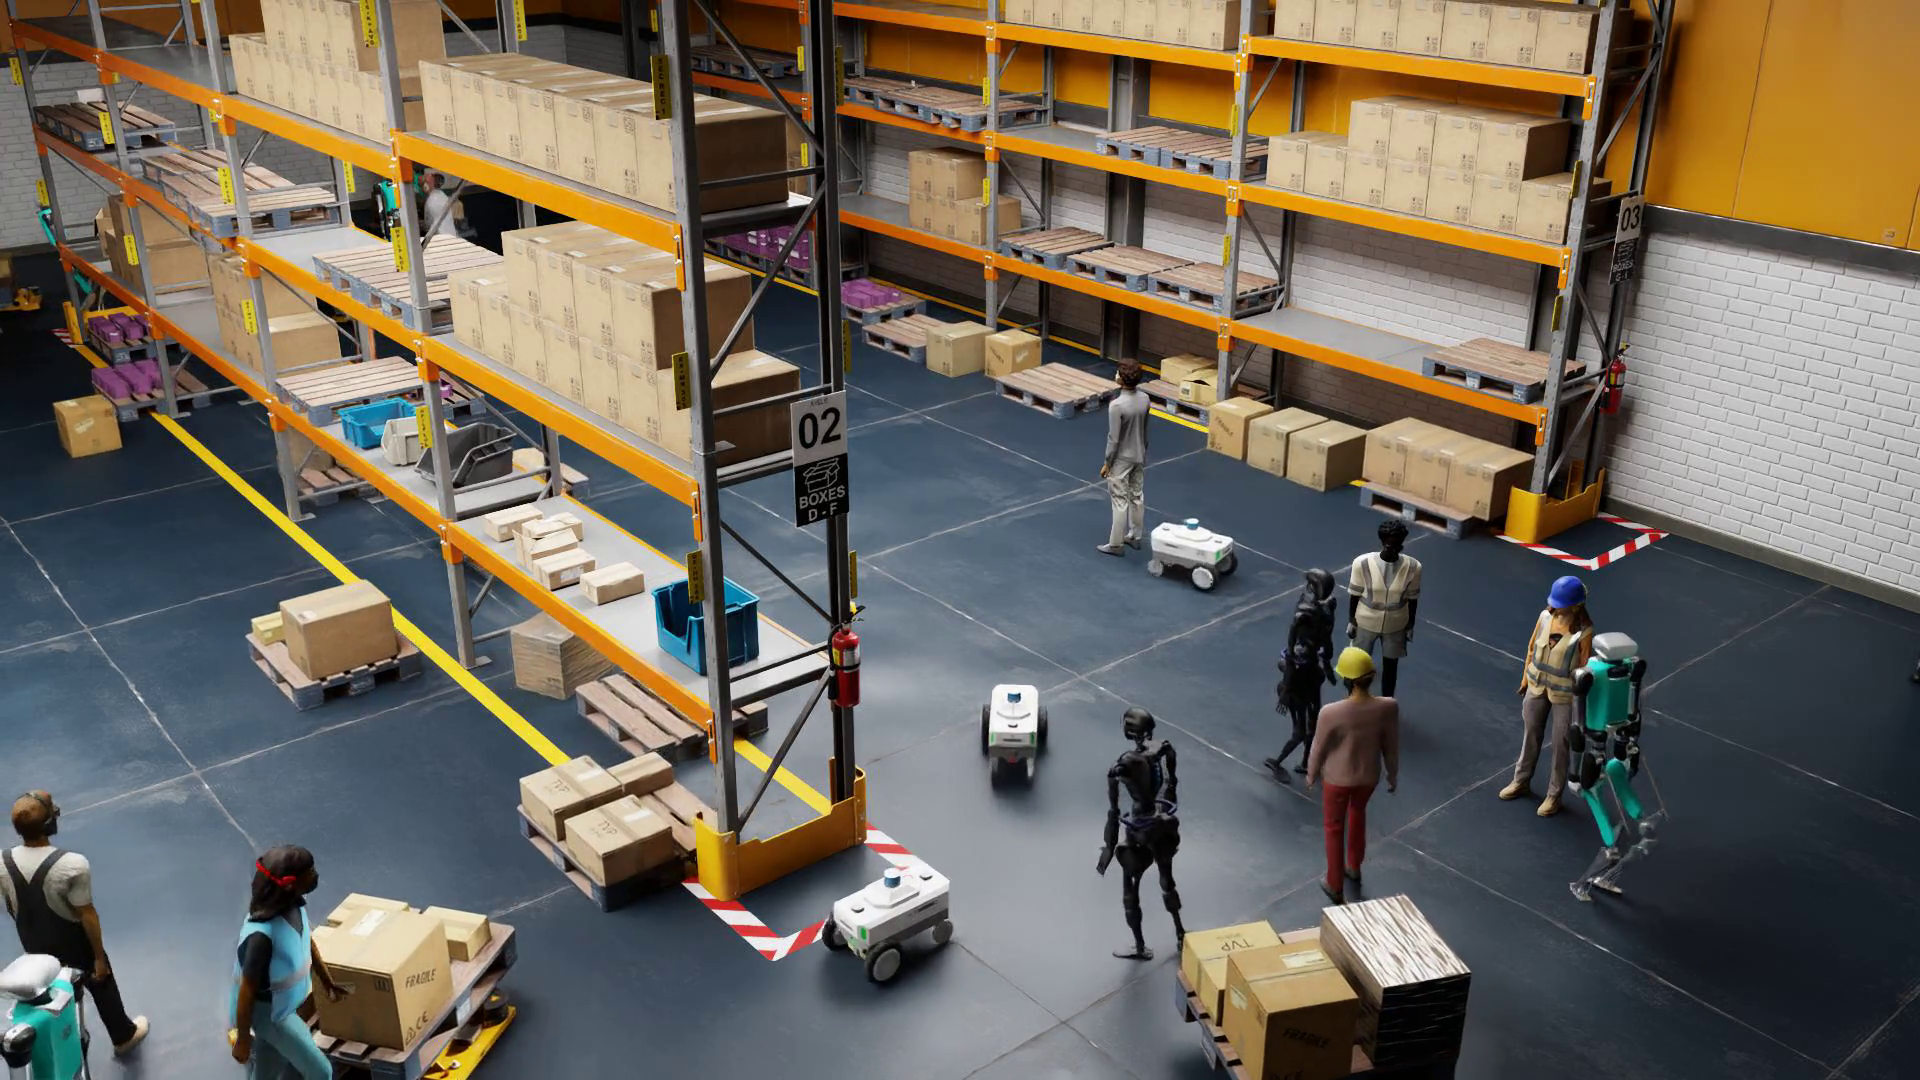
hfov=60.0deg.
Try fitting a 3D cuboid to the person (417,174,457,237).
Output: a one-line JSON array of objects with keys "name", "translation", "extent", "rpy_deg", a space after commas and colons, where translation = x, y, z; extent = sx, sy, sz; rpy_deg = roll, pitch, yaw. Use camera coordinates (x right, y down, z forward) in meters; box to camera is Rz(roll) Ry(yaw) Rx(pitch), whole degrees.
[{"name": "person", "translation": [-7.289, -4.267, 23.552], "extent": [0.849, 1.842, 0.661], "rpy_deg": [1, 23, 2]}]

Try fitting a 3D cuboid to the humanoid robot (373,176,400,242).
[{"name": "humanoid robot", "translation": [-8.060, -4.467, 23.972], "extent": [0.533, 1.673, 0.735], "rpy_deg": [-12, 26, -25]}]

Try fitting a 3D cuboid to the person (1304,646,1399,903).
[{"name": "person", "translation": [2.431, 1.441, 10.442], "extent": [0.570, 1.744, 0.491], "rpy_deg": [-4, 24, -9]}]

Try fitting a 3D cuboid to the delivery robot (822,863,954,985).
[{"name": "delivery robot", "translation": [-0.409, 2.251, 10.040], "extent": [0.750, 0.570, 0.499], "rpy_deg": [-18, 29, -36]}]

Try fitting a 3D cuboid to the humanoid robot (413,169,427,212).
[{"name": "humanoid robot", "translation": [-9.033, -6.098, 27.977], "extent": [1.037, 1.761, 0.542], "rpy_deg": [9, 25, 19]}]

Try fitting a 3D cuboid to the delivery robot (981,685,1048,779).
[{"name": "delivery robot", "translation": [0.394, 1.359, 12.155], "extent": [0.499, 0.611, 0.814], "rpy_deg": [1, 23, 3]}]

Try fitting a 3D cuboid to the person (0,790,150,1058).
[{"name": "person", "translation": [-4.737, 2.123, 8.777], "extent": [0.510, 1.821, 0.784], "rpy_deg": [-1, 23, -3]}]

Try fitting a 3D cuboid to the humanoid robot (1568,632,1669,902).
[{"name": "humanoid robot", "translation": [4.101, 1.476, 10.332], "extent": [0.530, 1.753, 0.678], "rpy_deg": [-10, 25, -21]}]

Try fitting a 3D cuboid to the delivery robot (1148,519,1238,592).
[{"name": "delivery robot", "translation": [2.113, 0.114, 15.036], "extent": [0.797, 0.608, 0.499], "rpy_deg": [14, 27, 30]}]

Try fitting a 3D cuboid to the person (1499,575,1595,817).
[{"name": "person", "translation": [4.034, 1.045, 11.327], "extent": [0.320, 1.772, 0.467], "rpy_deg": [-18, 29, -36]}]

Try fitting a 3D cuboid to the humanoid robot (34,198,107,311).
[{"name": "humanoid robot", "translation": [-11.965, -3.811, 22.667], "extent": [0.856, 1.781, 0.546], "rpy_deg": [-14, 27, -29]}]

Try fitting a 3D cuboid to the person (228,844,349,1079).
[{"name": "person", "translation": [-3.324, 2.338, 8.276], "extent": [0.866, 1.809, 0.535], "rpy_deg": [-2, 23, -5]}]

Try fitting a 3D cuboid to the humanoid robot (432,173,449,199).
[{"name": "humanoid robot", "translation": [-7.605, -4.537, 24.361], "extent": [0.354, 1.650, 0.586], "rpy_deg": [-15, 28, -31]}]

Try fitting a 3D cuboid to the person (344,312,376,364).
[{"name": "person", "translation": [-7.249, -2.752, 20.153], "extent": [0.391, 1.747, 0.526], "rpy_deg": [-13, 27, -28]}]

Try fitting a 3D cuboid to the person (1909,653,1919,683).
[{"name": "person", "translation": [7.811, 0.261, 12.956], "extent": [0.546, 1.926, 0.388], "rpy_deg": [14, 27, 29]}]

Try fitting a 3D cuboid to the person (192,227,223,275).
[{"name": "person", "translation": [-10.304, -3.993, 23.051], "extent": [0.721, 1.718, 0.574], "rpy_deg": [10, 25, 21]}]

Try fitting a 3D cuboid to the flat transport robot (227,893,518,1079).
[{"name": "flat transport robot", "translation": [-3.312, 2.705, 9.380], "extent": [1.431, 0.231, 0.659], "rpy_deg": [6, 24, 14]}]

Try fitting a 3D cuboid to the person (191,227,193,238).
[{"name": "person", "translation": [-10.382, -4.133, 23.222], "extent": [0.821, 1.844, 0.555], "rpy_deg": [-15, 28, -32]}]

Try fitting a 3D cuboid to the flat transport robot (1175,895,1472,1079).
[{"name": "flat transport robot", "translation": [1.895, 2.809, 9.139], "extent": [0.659, 0.231, 1.431], "rpy_deg": [-6, 24, -13]}]

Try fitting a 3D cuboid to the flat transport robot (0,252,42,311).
[{"name": "flat transport robot", "translation": [-13.707, -3.316, 23.322], "extent": [1.431, 0.231, 0.659], "rpy_deg": [-10, 25, -22]}]

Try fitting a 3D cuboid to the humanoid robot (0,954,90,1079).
[{"name": "humanoid robot", "translation": [-4.358, 2.677, 7.650], "extent": [0.857, 1.780, 0.533], "rpy_deg": [1, 23, 2]}]

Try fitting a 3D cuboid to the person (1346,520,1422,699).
[{"name": "person", "translation": [3.140, 0.625, 12.402], "extent": [0.531, 1.694, 0.319], "rpy_deg": [2, 23, 5]}]

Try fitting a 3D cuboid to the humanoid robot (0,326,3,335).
[{"name": "humanoid robot", "translation": [-11.837, -2.612, 19.917], "extent": [0.598, 1.634, 0.420], "rpy_deg": [-10, 25, -22]}]

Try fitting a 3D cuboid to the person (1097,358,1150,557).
[{"name": "person", "translation": [1.542, -0.761, 15.348], "extent": [0.533, 1.902, 0.395], "rpy_deg": [-19, 30, -37]}]

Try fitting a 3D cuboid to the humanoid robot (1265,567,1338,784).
[{"name": "humanoid robot", "translation": [2.427, 0.942, 11.685], "extent": [0.358, 1.643, 0.614], "rpy_deg": [20, 31, 39]}]

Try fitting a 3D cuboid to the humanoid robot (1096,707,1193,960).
[{"name": "humanoid robot", "translation": [1.135, 1.757, 9.806], "extent": [0.619, 1.648, 0.453], "rpy_deg": [-17, 29, -34]}]

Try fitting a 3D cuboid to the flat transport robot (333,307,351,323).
[{"name": "flat transport robot", "translation": [-7.817, -3.138, 22.910], "extent": [1.431, 0.231, 0.659], "rpy_deg": [4, 24, 10]}]
